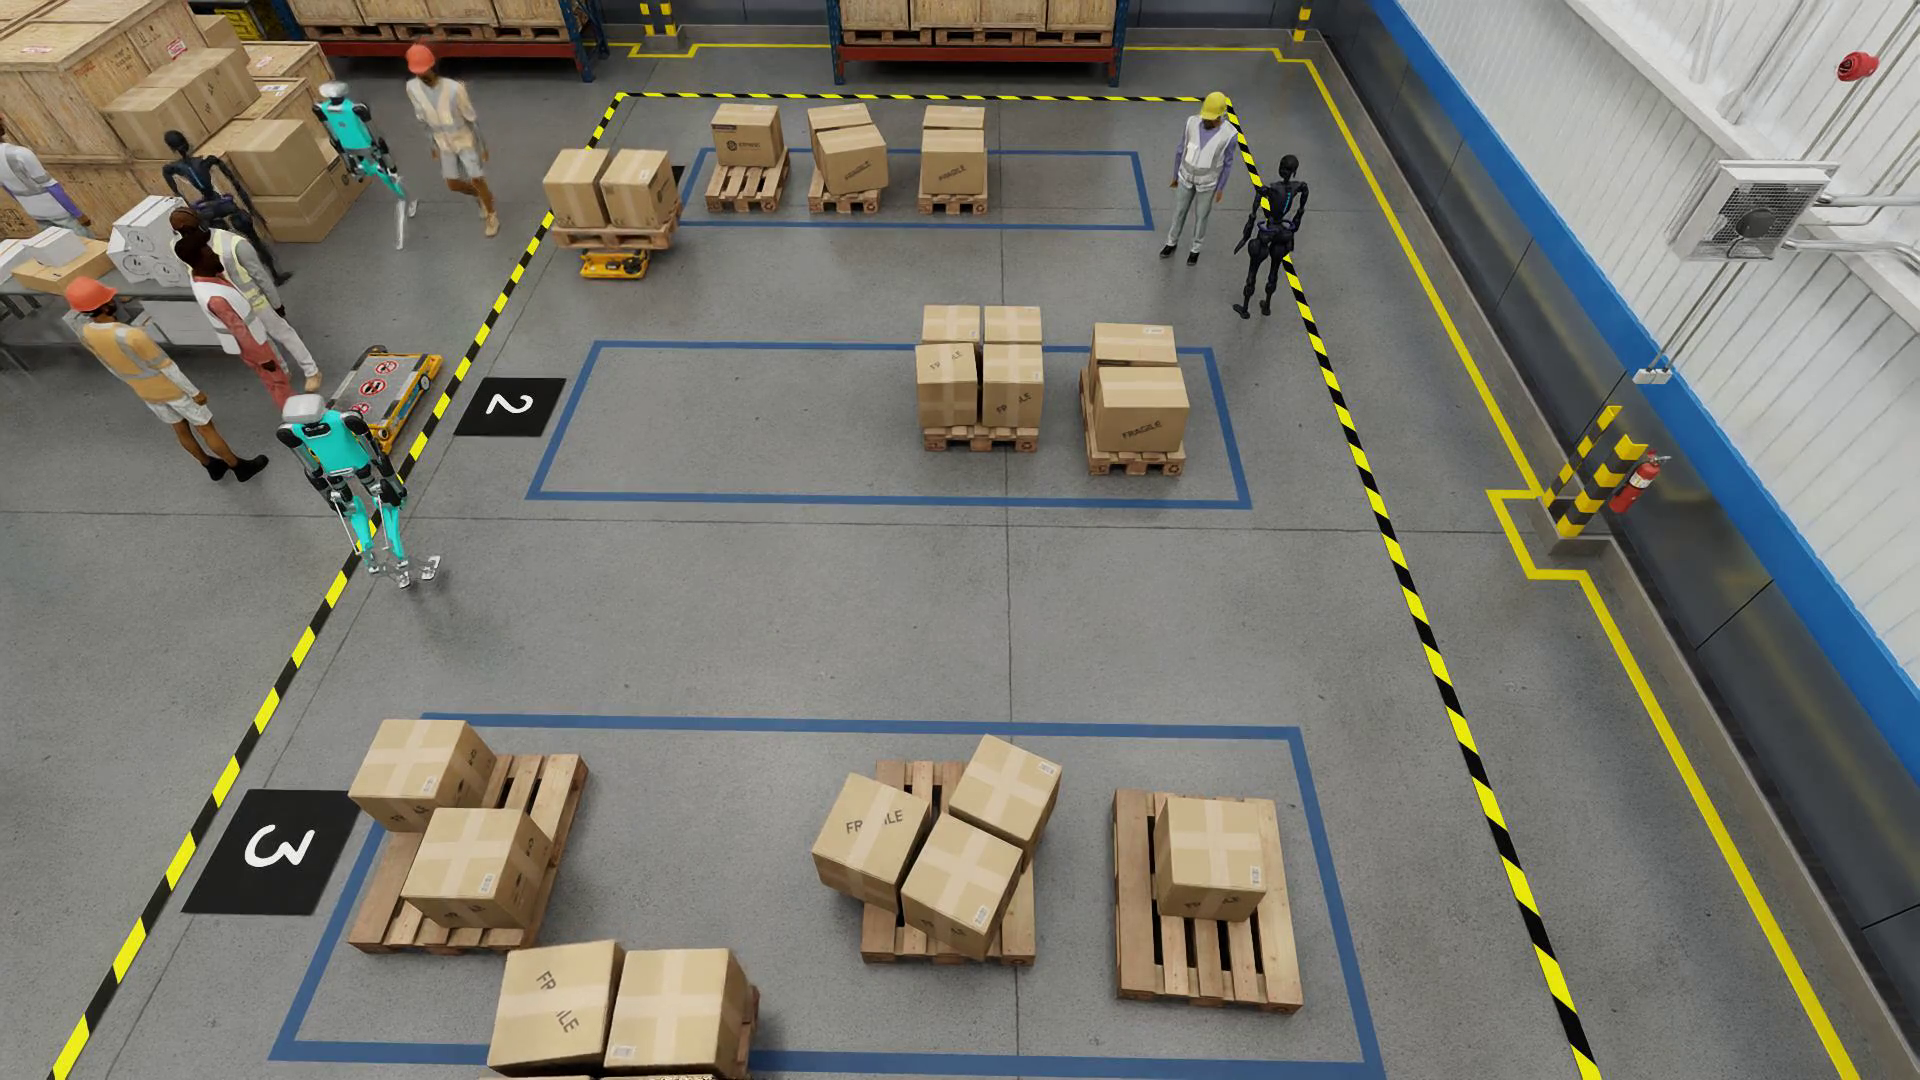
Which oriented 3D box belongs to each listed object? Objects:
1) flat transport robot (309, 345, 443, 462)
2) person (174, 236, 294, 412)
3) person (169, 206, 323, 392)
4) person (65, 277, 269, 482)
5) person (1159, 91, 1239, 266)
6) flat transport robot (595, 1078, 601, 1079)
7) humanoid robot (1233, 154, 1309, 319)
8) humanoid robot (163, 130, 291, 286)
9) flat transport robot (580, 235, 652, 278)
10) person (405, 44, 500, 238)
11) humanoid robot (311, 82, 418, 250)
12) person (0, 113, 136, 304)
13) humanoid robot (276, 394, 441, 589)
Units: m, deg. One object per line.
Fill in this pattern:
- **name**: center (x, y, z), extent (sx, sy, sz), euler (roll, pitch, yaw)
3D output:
- **flat transport robot**: center (-5.383, -1.269, 8.441), extent (0.659, 0.231, 1.431), euler (1, 50, 1)
- **person**: center (-5.940, -1.657, 7.688), extent (0.399, 1.919, 0.589), euler (-31, 56, -24)
- **person**: center (-6.330, -2.095, 8.117), extent (0.622, 1.837, 0.429), euler (-3, 50, -3)
- **person**: center (-6.350, -1.232, 7.316), extent (0.542, 1.939, 0.358), euler (6, 50, 5)
- **person**: center (2.473, -3.734, 9.508), extent (0.587, 1.823, 0.403), euler (25, 54, 20)
- **flat transport robot**: center (-1.696, 2.963, 4.842), extent (0.652, 0.197, 1.431), euler (-1, 50, -1)
- **humanoid robot**: center (3.011, -2.935, 8.920), extent (0.599, 1.654, 0.315), euler (-6, 50, -5)
- **humanoid robot**: center (-7.408, -3.268, 9.207), extent (0.615, 1.643, 0.370), euler (-27, 55, -21)
- **flat transport robot**: center (-3.731, -3.410, 10.234), extent (0.652, 0.197, 1.431), euler (1, 50, 1)
- **person**: center (-5.386, -4.233, 9.796), extent (0.638, 2.030, 0.475), euler (0, 50, 0)
- **humanoid robot**: center (-6.318, -4.168, 9.974), extent (0.540, 1.782, 1.033), euler (-2, 50, -2)
- **person**: center (-8.893, -3.262, 8.977), extent (0.600, 2.035, 0.401), euler (8, 50, 7)
- **humanoid robot**: center (-4.243, -0.208, 6.492), extent (0.533, 1.677, 0.735), euler (-13, 51, -11)
